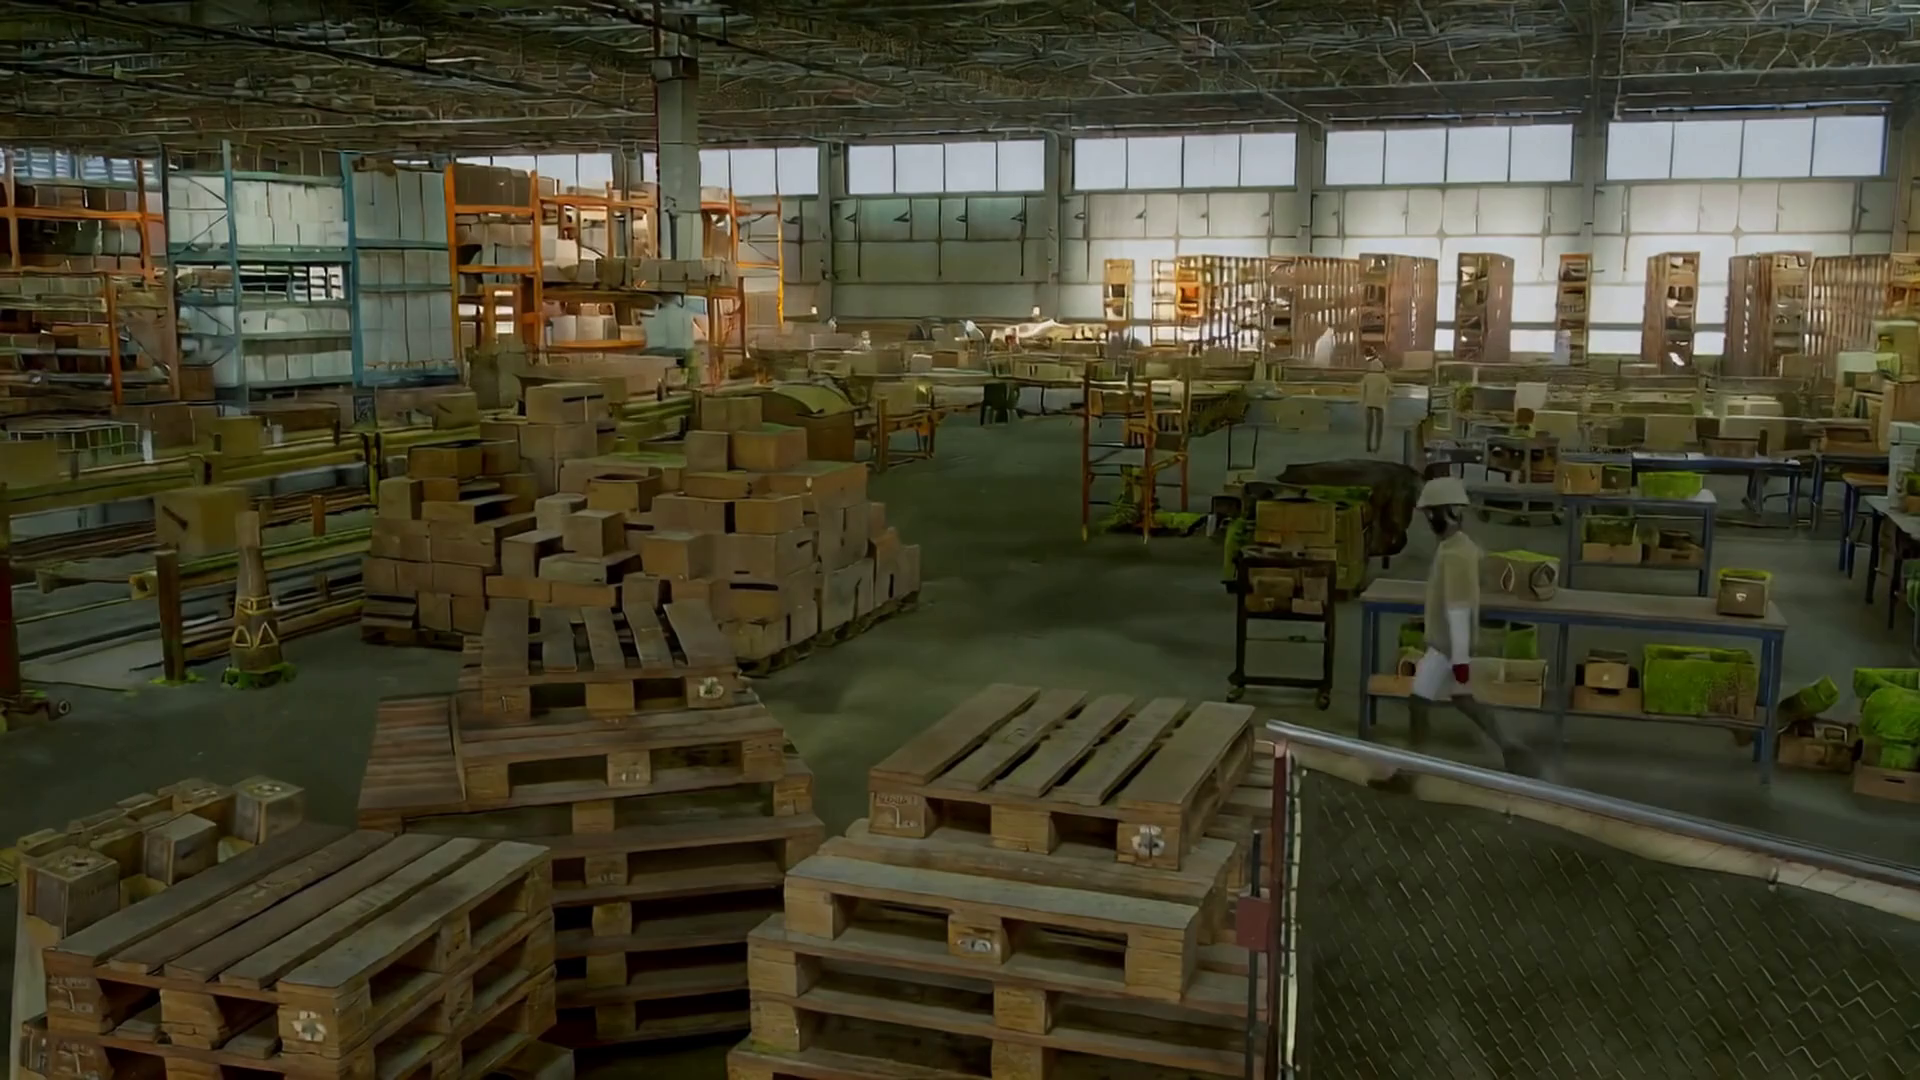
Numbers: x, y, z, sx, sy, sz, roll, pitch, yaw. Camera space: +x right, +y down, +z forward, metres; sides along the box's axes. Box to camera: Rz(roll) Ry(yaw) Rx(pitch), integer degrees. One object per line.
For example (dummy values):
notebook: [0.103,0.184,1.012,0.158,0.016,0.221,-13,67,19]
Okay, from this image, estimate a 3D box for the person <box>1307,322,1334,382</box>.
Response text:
person: [9.090,-4.541,41.808,0.925,1.867,0.659,5,10,28]

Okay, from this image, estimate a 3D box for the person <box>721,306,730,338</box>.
person: [-8.350,-7.302,58.855,0.389,1.948,0.605,5,10,27]

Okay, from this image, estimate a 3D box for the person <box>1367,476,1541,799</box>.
person: [2.893,0.579,9.562,0.908,1.895,0.549,4,10,24]

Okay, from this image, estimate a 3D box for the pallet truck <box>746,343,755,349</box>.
pallet truck: [-6.183,-4.618,44.264,1.601,1.201,0.680,-9,12,-43]

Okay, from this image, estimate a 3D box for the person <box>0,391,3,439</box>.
person: [-15.219,-2.037,25.958,0.662,1.891,0.642,3,9,18]

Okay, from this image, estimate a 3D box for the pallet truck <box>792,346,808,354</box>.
pallet truck: [-3.705,-4.298,42.022,0.653,1.274,1.630,3,10,20]

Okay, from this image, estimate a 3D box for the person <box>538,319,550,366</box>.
person: [-12.268,-5.644,49.043,0.323,1.761,0.523,-5,10,-26]

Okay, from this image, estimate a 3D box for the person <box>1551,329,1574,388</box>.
person: [14.514,-4.214,40.061,0.557,1.753,0.537,7,11,37]

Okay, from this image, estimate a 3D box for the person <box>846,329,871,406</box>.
person: [-2.312,-4.010,38.691,0.700,1.802,0.596,0,9,-1]

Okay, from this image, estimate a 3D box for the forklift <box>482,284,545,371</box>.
forklift: [-10.832,-4.702,39.610,1.129,2.768,1.873,3,10,20]

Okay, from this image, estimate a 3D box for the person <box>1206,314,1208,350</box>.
person: [7.989,-6.542,53.871,0.474,2.027,0.639,2,9,15]

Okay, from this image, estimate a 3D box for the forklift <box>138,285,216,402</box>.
forklift: [-17.480,-4.200,36.461,1.873,2.768,1.129,3,10,19]

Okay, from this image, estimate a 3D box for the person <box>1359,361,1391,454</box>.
person: [7.047,-2.254,28.284,0.511,1.587,0.851,3,10,18]
